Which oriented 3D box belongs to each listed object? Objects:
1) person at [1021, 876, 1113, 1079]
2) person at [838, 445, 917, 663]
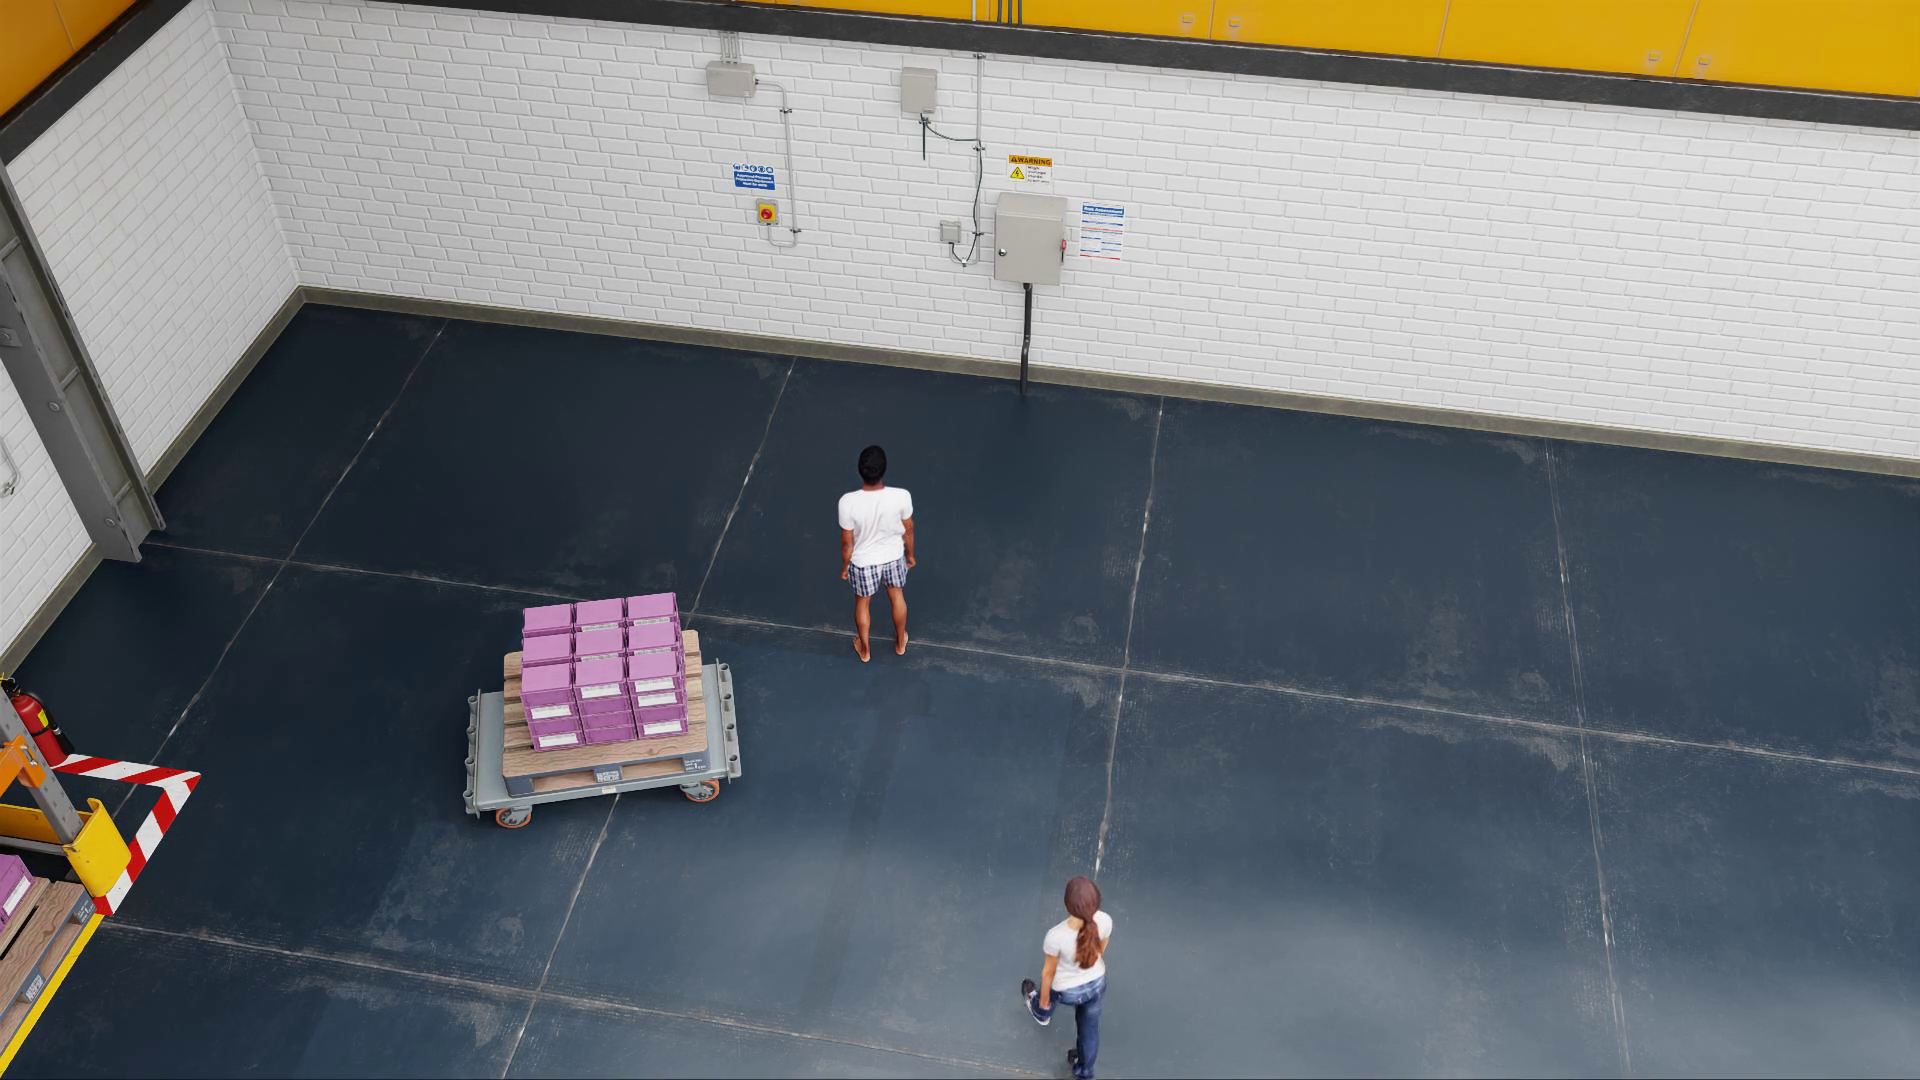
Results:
[{"bbox_3d":[0.618,2.308,8.487,0.839,1.532,1.017,-13,45,-14],"label":"person"},{"bbox_3d":[-0.537,0.106,10.653,0.707,1.733,0.658,-8,44,-9],"label":"person"}]
